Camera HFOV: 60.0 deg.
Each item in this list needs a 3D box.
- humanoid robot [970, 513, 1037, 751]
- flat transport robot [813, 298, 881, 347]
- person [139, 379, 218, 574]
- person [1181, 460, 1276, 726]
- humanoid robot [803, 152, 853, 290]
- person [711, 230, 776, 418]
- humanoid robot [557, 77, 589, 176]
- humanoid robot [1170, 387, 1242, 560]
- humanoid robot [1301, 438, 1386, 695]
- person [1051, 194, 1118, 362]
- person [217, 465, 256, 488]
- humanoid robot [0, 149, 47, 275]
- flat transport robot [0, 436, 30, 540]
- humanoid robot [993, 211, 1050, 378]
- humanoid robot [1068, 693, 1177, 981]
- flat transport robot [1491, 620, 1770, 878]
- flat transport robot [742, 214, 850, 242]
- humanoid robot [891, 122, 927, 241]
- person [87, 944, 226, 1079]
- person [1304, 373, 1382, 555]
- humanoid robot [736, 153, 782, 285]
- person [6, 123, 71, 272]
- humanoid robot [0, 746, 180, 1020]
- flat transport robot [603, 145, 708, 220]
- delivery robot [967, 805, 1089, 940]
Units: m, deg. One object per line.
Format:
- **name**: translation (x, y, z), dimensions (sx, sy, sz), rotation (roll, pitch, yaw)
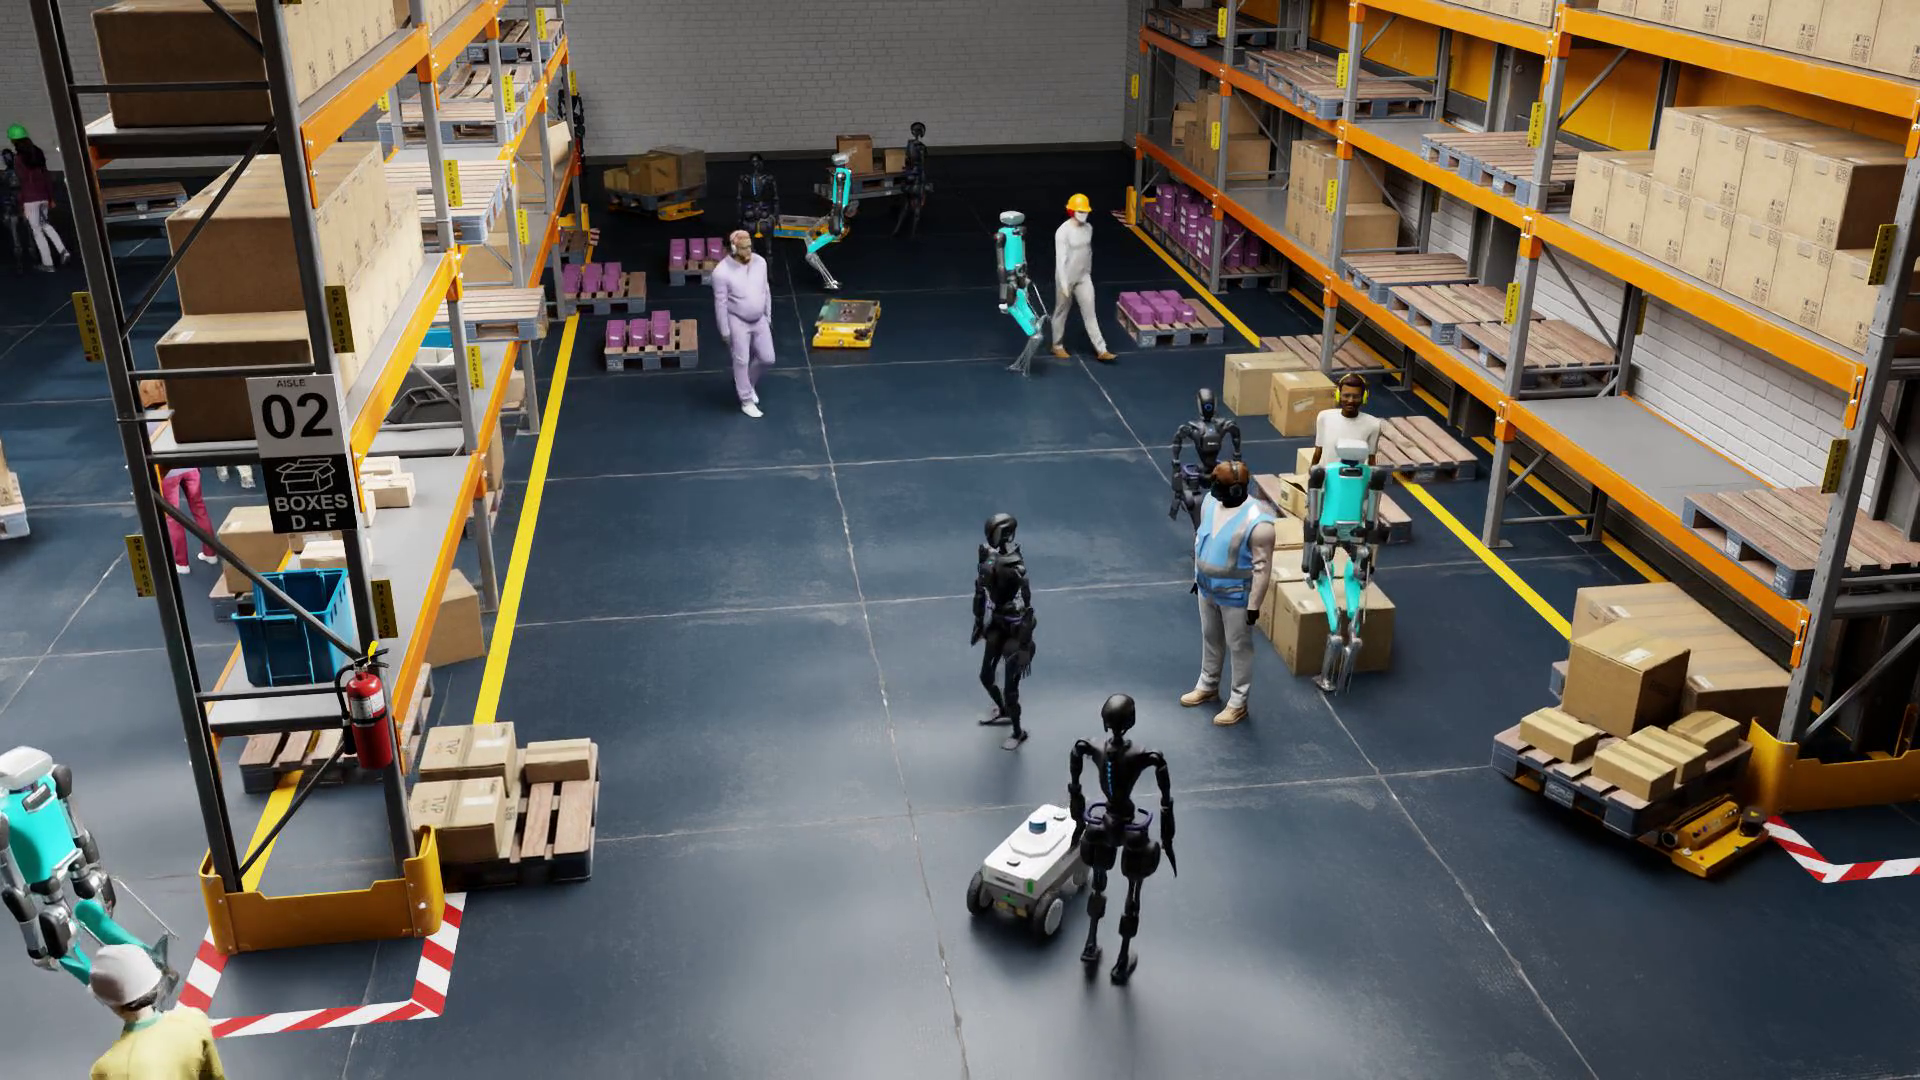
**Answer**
- **humanoid robot**: translation (0.321, 0.575, 10.628), dimensions (0.383, 1.643, 0.604), rotation (-15, 28, -31)
- **flat transport robot**: translation (-1.315, -2.548, 19.484), dimensions (0.659, 0.231, 1.431), rotation (1, 24, 2)
- **person**: translation (-6.229, -0.520, 13.176), dimensions (0.285, 1.628, 0.497), rotation (16, 28, 31)
- **person**: translation (1.752, 0.337, 10.958), dimensions (0.429, 1.839, 0.630), rotation (-15, 28, -30)
- **humanoid robot**: translation (-1.693, -3.972, 20.730), dimensions (0.735, 1.680, 0.533), rotation (1, 24, 2)
- **person**: translation (-2.128, -2.156, 16.565), dimensions (0.671, 1.892, 0.452), rotation (-20, 31, -38)
- **humanoid robot**: translation (-6.438, -6.908, 27.646), dimensions (0.599, 1.657, 0.315), rotation (15, 28, 31)
- **humanoid robot**: translation (1.924, -0.412, 12.887), dimensions (0.610, 1.631, 0.480), rotation (-3, 24, -8)
- **humanoid robot**: translation (2.619, 0.294, 11.291), dimensions (0.545, 1.859, 0.788), rotation (-1, 24, -3)
- **person**: translation (1.330, -2.820, 18.121), dimensions (0.583, 1.854, 0.929), rotation (-15, 28, -31)
- **person**: translation (-6.622, -1.272, 14.768), dimensions (0.564, 1.715, 0.832), rotation (-14, 27, -29)
- **humanoid robot**: translation (-12.281, -4.281, 21.693), dimensions (0.609, 1.639, 0.423), rotation (-19, 30, -37)
- **flat transport robot**: translation (-8.321, 0.008, 13.660), dimensions (0.659, 0.231, 1.431), rotation (-14, 27, -28)
- **humanoid robot**: translation (0.744, -2.557, 17.749), dimensions (0.737, 1.848, 0.531), rotation (14, 27, 29)
- **humanoid robot**: translation (0.826, 1.510, 8.477), dimensions (0.589, 1.644, 0.347), rotation (9, 25, 20)
- **flat transport robot**: translation (4.091, 1.550, 10.146), dimensions (0.659, 0.231, 1.431), rotation (-16, 28, -32)
- **flat transport robot**: translation (-2.361, -4.468, 23.857), dimensions (1.431, 0.231, 0.659), rotation (6, 24, 13)
- **humanoid robot**: translation (-0.715, -5.050, 23.430), dimensions (0.460, 1.639, 0.592), rotation (-13, 27, -27)
- **person**: translation (-2.984, 2.345, 6.377), dimensions (0.901, 1.850, 0.460), rotation (10, 26, 22)
- **person**: translation (2.852, -0.356, 12.493), dimensions (0.505, 1.876, 0.329), rotation (9, 25, 20)
- **humanoid robot**: translation (-2.586, -4.114, 21.286), dimensions (0.599, 1.653, 0.315), rotation (3, 24, 8)
- **person**: translation (-12.135, -4.473, 21.793), dimensions (0.451, 1.937, 0.492), rotation (9, 25, 19)
- **humanoid robot**: translation (-3.976, 1.846, 7.784), dimensions (0.785, 1.888, 0.543), rotation (4, 24, 10)
- **flat transport robot**: translation (-4.628, -5.070, 25.228), dimensions (1.431, 0.231, 0.659), rotation (17, 29, 34)
- **delivery robot**: translation (0.411, 1.813, 9.213), dimensions (0.499, 0.613, 0.796), rotation (14, 27, 29)
